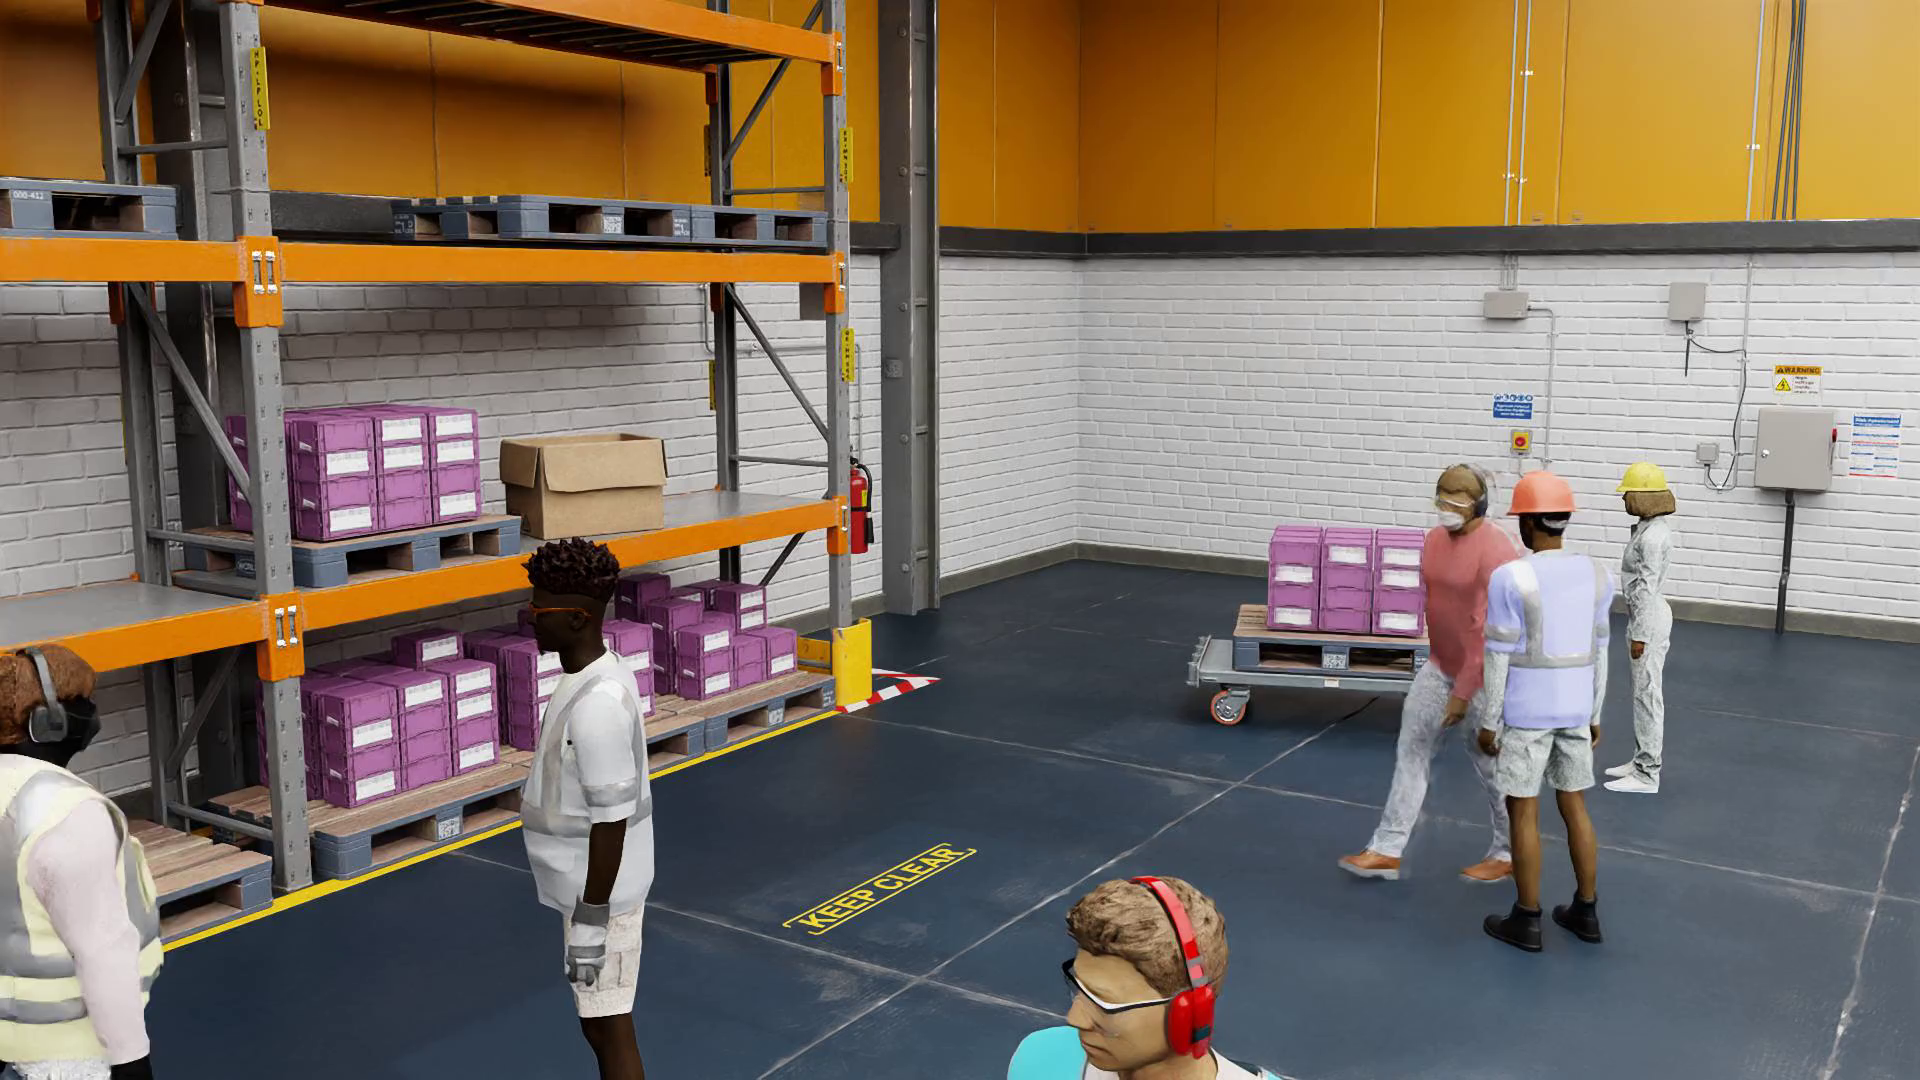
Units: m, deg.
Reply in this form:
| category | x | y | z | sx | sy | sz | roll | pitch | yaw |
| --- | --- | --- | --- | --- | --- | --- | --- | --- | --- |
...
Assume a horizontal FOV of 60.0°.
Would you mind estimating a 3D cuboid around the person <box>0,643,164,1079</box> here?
| category | x | y | z | sx | sy | sz | roll | pitch | yaw |
| --- | --- | --- | --- | --- | --- | --- | --- | --- | --- |
| person | -2.193 | 1.153 | 3.951 | 0.631 | 1.824 | 0.777 | 8 | 12 | 41 |

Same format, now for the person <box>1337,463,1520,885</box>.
| category | x | y | z | sx | sy | sz | roll | pitch | yaw |
| --- | --- | --- | --- | --- | --- | --- | --- | --- | --- |
| person | 2.108 | 0.607 | 7.245 | 0.934 | 1.889 | 0.640 | -3 | 9 | -19 |

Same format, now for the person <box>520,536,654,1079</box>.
| category | x | y | z | sx | sy | sz | roll | pitch | yaw |
| --- | --- | --- | --- | --- | --- | --- | --- | --- | --- |
| person | -1.050 | 0.962 | 4.708 | 0.368 | 1.966 | 0.602 | -2 | 9 | -15 |

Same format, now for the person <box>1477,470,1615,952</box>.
| category | x | y | z | sx | sy | sz | roll | pitch | yaw |
| --- | --- | --- | --- | --- | --- | --- | --- | --- | --- |
| person | 2.340 | 0.678 | 6.720 | 0.545 | 1.917 | 0.444 | -3 | 9 | -17 |

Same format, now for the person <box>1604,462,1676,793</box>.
| category | x | y | z | sx | sy | sz | roll | pitch | yaw |
| --- | --- | --- | --- | --- | --- | --- | --- | --- | --- |
| person | 3.573 | 0.455 | 8.754 | 0.321 | 1.736 | 0.484 | 4 | 9 | 22 |

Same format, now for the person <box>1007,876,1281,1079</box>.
| category | x | y | z | sx | sy | sz | roll | pitch | yaw |
| --- | --- | --- | --- | --- | --- | --- | --- | --- | --- |
| person | 0.304 | 1.368 | 2.467 | 0.571 | 1.840 | 0.373 | 7 | 11 | 38 |
